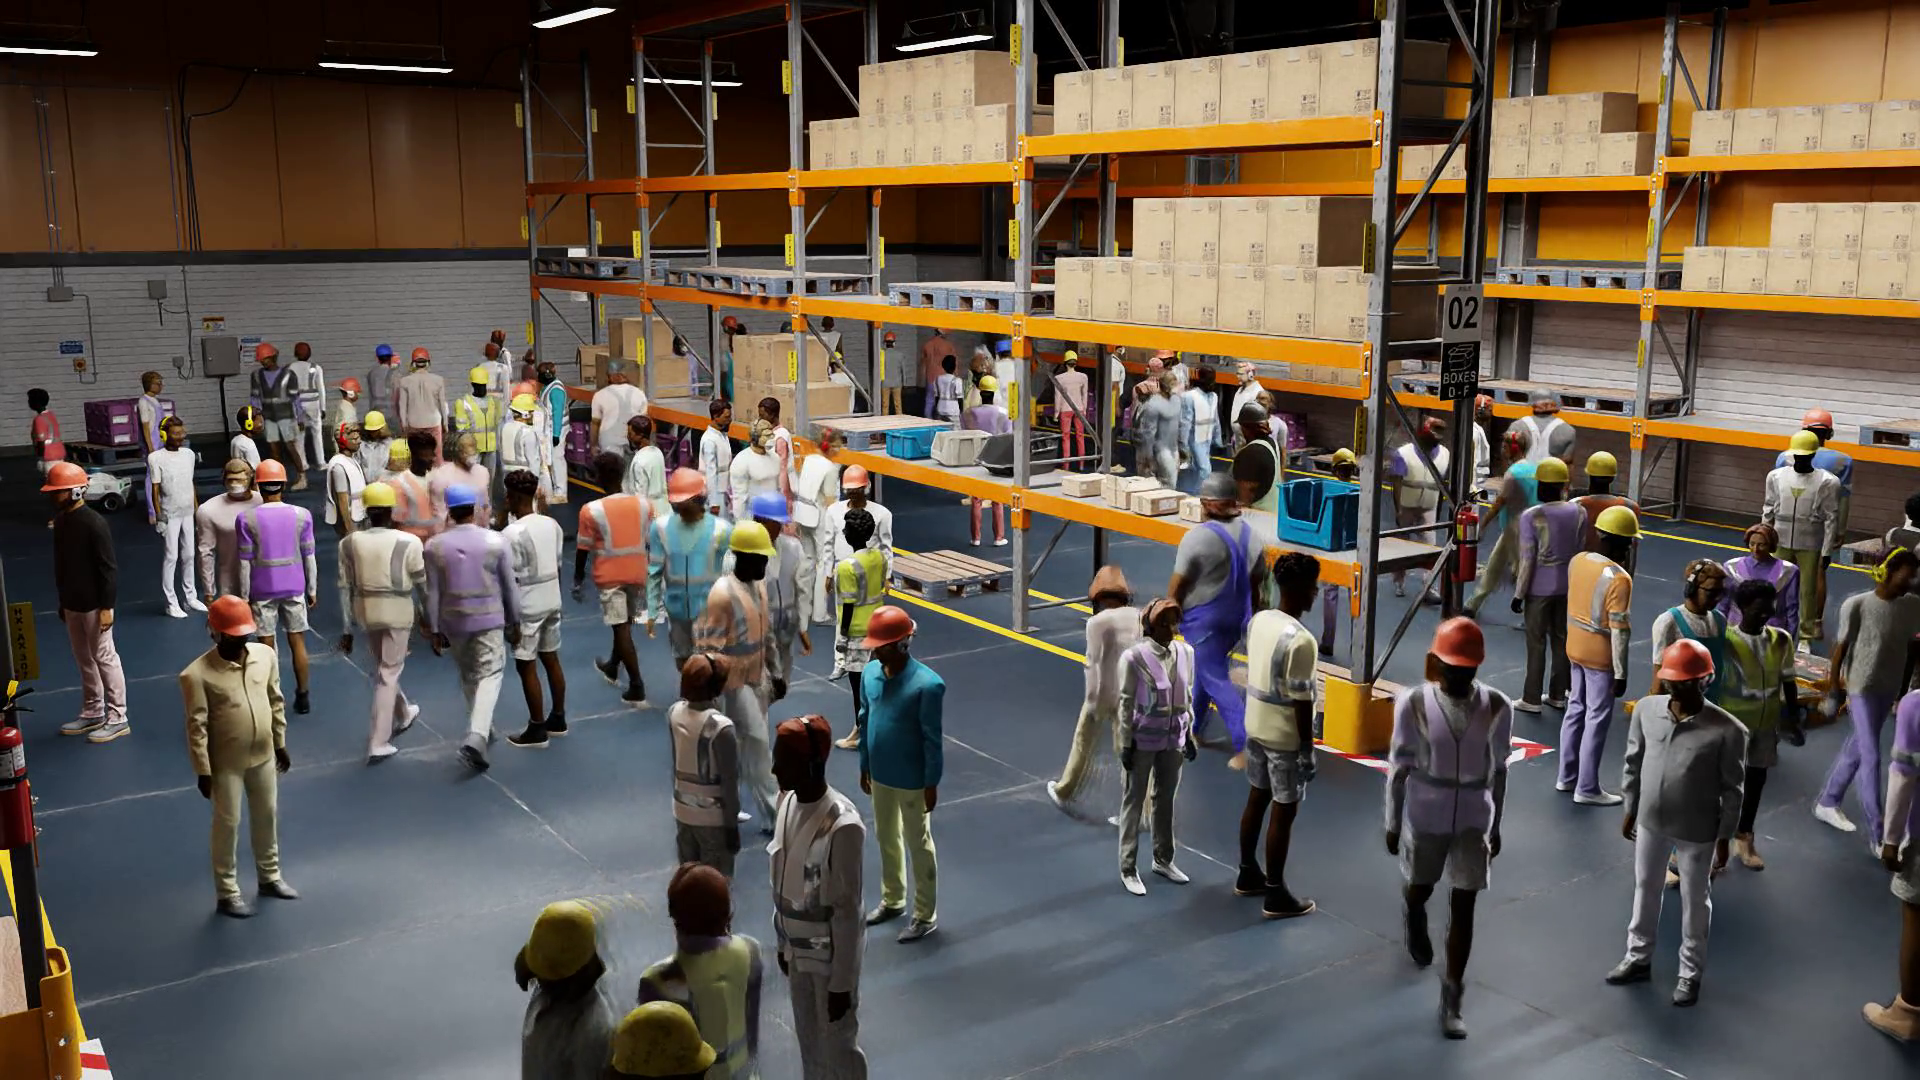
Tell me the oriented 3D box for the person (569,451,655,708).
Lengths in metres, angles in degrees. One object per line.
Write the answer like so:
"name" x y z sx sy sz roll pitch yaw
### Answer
"person" -2.661 0.275 12.750 0.622 1.913 0.980 -9 14 -40

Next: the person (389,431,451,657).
"person" -4.501 0.045 13.963 0.785 1.923 0.636 5 12 22

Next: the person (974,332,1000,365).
"person" 0.471 -2.645 27.697 0.652 1.927 0.796 -4 12 -21

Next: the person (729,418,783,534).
"person" -1.793 -0.130 14.817 0.359 1.931 0.634 7 13 31

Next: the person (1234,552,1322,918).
"person" 1.717 1.022 8.854 0.383 1.957 0.601 -4 12 -17

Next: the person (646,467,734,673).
"person" -1.850 0.455 11.665 0.626 2.008 0.919 1 11 7

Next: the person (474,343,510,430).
"person" -6.861 -1.996 24.582 0.590 1.827 1.028 2 11 8

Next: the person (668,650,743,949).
"person" -1.228 1.338 8.044 0.311 1.637 0.525 -10 15 -41

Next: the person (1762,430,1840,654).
"person" 7.063 0.024 14.047 0.586 1.920 0.398 10 15 41

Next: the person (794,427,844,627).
"person" -1.299 -0.119 15.061 0.409 1.817 0.714 -7 13 -30

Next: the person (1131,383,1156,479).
"person" 2.314 -1.148 20.786 0.313 1.634 0.514 -4 12 -20

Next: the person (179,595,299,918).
"person" -3.809 1.133 8.831 0.360 1.741 0.571 6 13 29

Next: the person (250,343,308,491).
"person" -9.188 -1.639 22.359 0.631 2.009 0.453 0 11 1

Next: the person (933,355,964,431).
"person" -0.149 -1.839 24.137 0.537 1.700 0.318 9 14 39

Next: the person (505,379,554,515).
"person" -4.861 -0.878 18.782 0.615 1.872 0.396 -10 15 -43

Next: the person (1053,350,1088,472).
"person" 1.594 -1.853 24.040 0.524 1.769 0.325 -4 12 -19

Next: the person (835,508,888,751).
"person" -0.691 0.618 11.574 0.318 1.697 0.536 5 12 24

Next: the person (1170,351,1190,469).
"person" 3.176 -1.965 24.423 0.418 1.848 0.505 -8 14 -37

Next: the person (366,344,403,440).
"person" -7.933 -1.749 23.087 0.621 1.932 0.419 6 12 27

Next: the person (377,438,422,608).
"person" -4.918 -0.037 14.801 0.486 1.746 0.289 0 11 0

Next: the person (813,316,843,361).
"person" -2.451 -3.247 30.967 0.565 1.846 0.390 1 11 4

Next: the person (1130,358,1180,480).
"person" 2.460 -1.359 21.154 0.648 1.907 0.409 -3 11 -15

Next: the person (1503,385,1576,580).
"person" 5.853 -0.587 16.857 0.701 2.000 0.797 5 12 22

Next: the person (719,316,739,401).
"person" -3.976 -2.857 28.618 0.393 1.985 0.611 1 11 7

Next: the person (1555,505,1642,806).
"person" 4.028 0.725 10.472 0.391 1.915 0.593 -2 11 -12

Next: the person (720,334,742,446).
"person" -3.607 -2.424 26.836 0.568 1.812 0.501 -8 14 -36

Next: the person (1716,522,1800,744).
"person" 5.457 0.682 11.421 0.524 1.631 0.318 7 13 33

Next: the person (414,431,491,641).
"person" -4.298 0.005 14.165 0.690 1.911 0.642 6 12 26

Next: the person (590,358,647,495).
"person" -4.130 -1.232 20.159 0.689 2.000 0.996 -8 14 -36

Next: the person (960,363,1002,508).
"person" 0.258 -1.330 21.170 0.429 1.845 0.621 -8 13 -35

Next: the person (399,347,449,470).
"person" -7.029 -1.533 21.848 0.621 1.986 0.409 -3 12 -16

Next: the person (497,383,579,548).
"person" -4.722 -0.787 18.297 0.998 1.874 0.559 -1 11 -6

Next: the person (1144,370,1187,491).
"person" 2.364 -1.056 19.578 0.801 1.914 0.630 8 14 35

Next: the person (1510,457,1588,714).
"person" 4.369 0.340 12.398 0.586 1.930 0.357 -5 12 -23

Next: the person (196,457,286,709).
"person" -5.310 0.338 12.387 0.635 1.936 0.350 -6 13 -30

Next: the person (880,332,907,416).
"person" -1.182 -2.650 28.150 0.573 1.749 0.342 -2 11 -13

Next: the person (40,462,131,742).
"person" -6.190 0.435 11.740 0.618 1.993 0.396 7 13 33

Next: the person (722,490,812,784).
"person" -1.354 0.593 11.143 0.610 1.923 0.818 -9 14 -39

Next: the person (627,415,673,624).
"person" -2.826 -0.187 15.160 0.392 1.911 0.582 1 11 6

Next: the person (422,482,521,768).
"person" -3.322 0.576 11.289 0.635 1.900 0.920 0 11 -2

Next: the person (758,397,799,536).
"person" -1.823 -0.480 16.659 0.402 1.909 0.598 -3 12 -16

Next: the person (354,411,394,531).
"person" -5.921 -0.456 16.972 0.485 1.735 0.321 -1 11 -6

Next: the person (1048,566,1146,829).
"person" 0.886 0.945 10.193 0.514 1.583 0.765 -9 14 -39

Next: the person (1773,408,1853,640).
"person" 7.448 -0.142 14.605 0.609 2.034 0.400 4 12 21

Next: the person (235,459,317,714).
"person" -5.053 0.361 12.317 0.548 1.924 0.387 -8 13 -34
